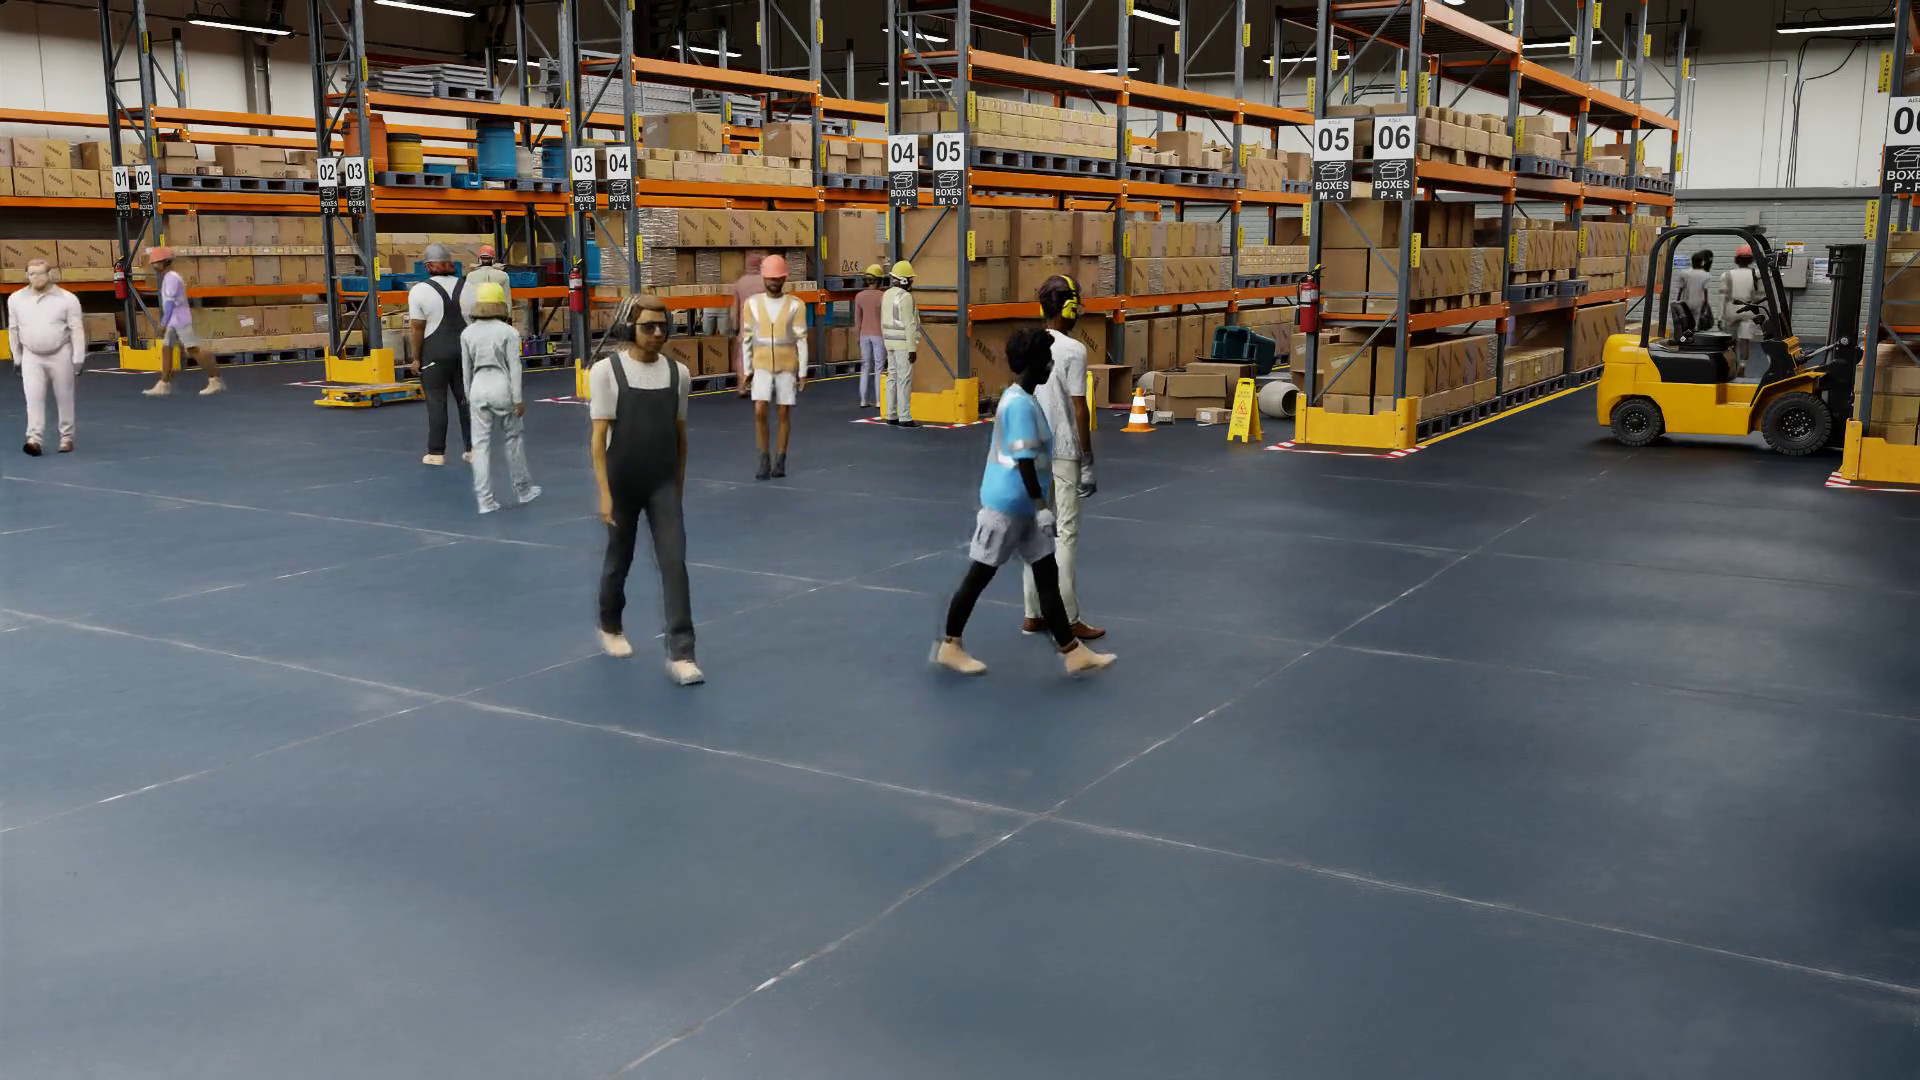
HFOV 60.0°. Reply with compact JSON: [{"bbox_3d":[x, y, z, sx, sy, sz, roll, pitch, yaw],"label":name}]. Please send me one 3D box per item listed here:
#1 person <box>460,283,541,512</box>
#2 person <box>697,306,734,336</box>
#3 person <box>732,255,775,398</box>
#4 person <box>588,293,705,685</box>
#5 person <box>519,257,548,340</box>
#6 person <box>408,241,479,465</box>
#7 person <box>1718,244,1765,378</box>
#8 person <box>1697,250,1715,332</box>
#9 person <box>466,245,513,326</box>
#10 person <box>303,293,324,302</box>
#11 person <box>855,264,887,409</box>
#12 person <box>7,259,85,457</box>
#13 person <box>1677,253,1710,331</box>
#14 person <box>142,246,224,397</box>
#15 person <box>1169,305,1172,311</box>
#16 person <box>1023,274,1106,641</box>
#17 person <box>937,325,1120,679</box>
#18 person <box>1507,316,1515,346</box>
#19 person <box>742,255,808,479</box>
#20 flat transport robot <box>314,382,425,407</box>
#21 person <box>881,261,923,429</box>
[{"bbox_3d":[-3.521,-1.099,12.734,0.508,1.709,0.798,2,10,8],"label":"person"},{"bbox_3d":[-3.698,-3.442,25.299,0.623,1.931,0.365,0,10,1],"label":"person"},{"bbox_3d":[-2.660,-2.804,21.884,0.783,1.852,0.930,5,11,25],"label":"person"},{"bbox_3d":[-1.517,-0.263,7.856,0.517,1.807,0.946,-5,12,-28],"label":"person"},{"bbox_3d":[-7.647,-4.208,29.898,0.633,1.808,0.636,6,12,28],"label":"person"},{"bbox_3d":[-4.753,-1.716,15.300,0.679,2.000,0.536,-8,13,-39],"label":"person"},{"bbox_3d":[11.314,-3.270,24.102,0.620,2.014,0.931,4,11,21],"label":"person"},{"bbox_3d":[13.402,-4.278,30.035,0.457,1.899,0.608,8,13,39],"label":"person"},{"bbox_3d":[-6.631,-3.151,23.466,0.619,1.992,0.396,-3,10,-15],"label":"person"},{"bbox_3d":[-12.531,-4.659,32.071,0.818,1.947,0.613,-8,13,-39],"label":"person"},{"bbox_3d":[-1.040,-2.494,20.430,0.532,1.767,0.325,6,12,32],"label":"person"},{"bbox_3d":[-8.698,-1.723,15.829,0.678,1.856,0.965,-3,11,-16],"label":"person"},{"bbox_3d":[12.837,-4.098,29.180,0.539,1.849,0.663,4,11,21],"label":"person"},{"bbox_3d":[-10.335,-2.886,22.042,0.989,1.989,0.643,-6,12,-32],"label":"person"},{"bbox_3d":[4.685,-5.280,36.406,0.328,1.635,0.537,5,11,24],"label":"person"},{"bbox_3d":[0.510,-0.414,8.496,0.328,1.868,0.509,-9,13,-40],"label":"person"},{"bbox_3d":[0.286,-0.161,7.700,0.877,1.642,0.552,2,10,11],"label":"person"},{"bbox_3d":[9.309,-3.831,27.563,0.679,1.901,0.404,1,10,5],"label":"person"},{"bbox_3d":[-1.588,-1.460,14.211,0.581,1.912,0.745,0,10,-2],"label":"person"},{"bbox_3d":[-7.343,-1.838,20.940,0.652,0.197,1.431,5,11,26],"label":"flat transport robot"},{"bbox_3d":[-0.631,-2.127,18.183,0.404,1.830,0.602,-6,12,-30],"label":"person"}]
